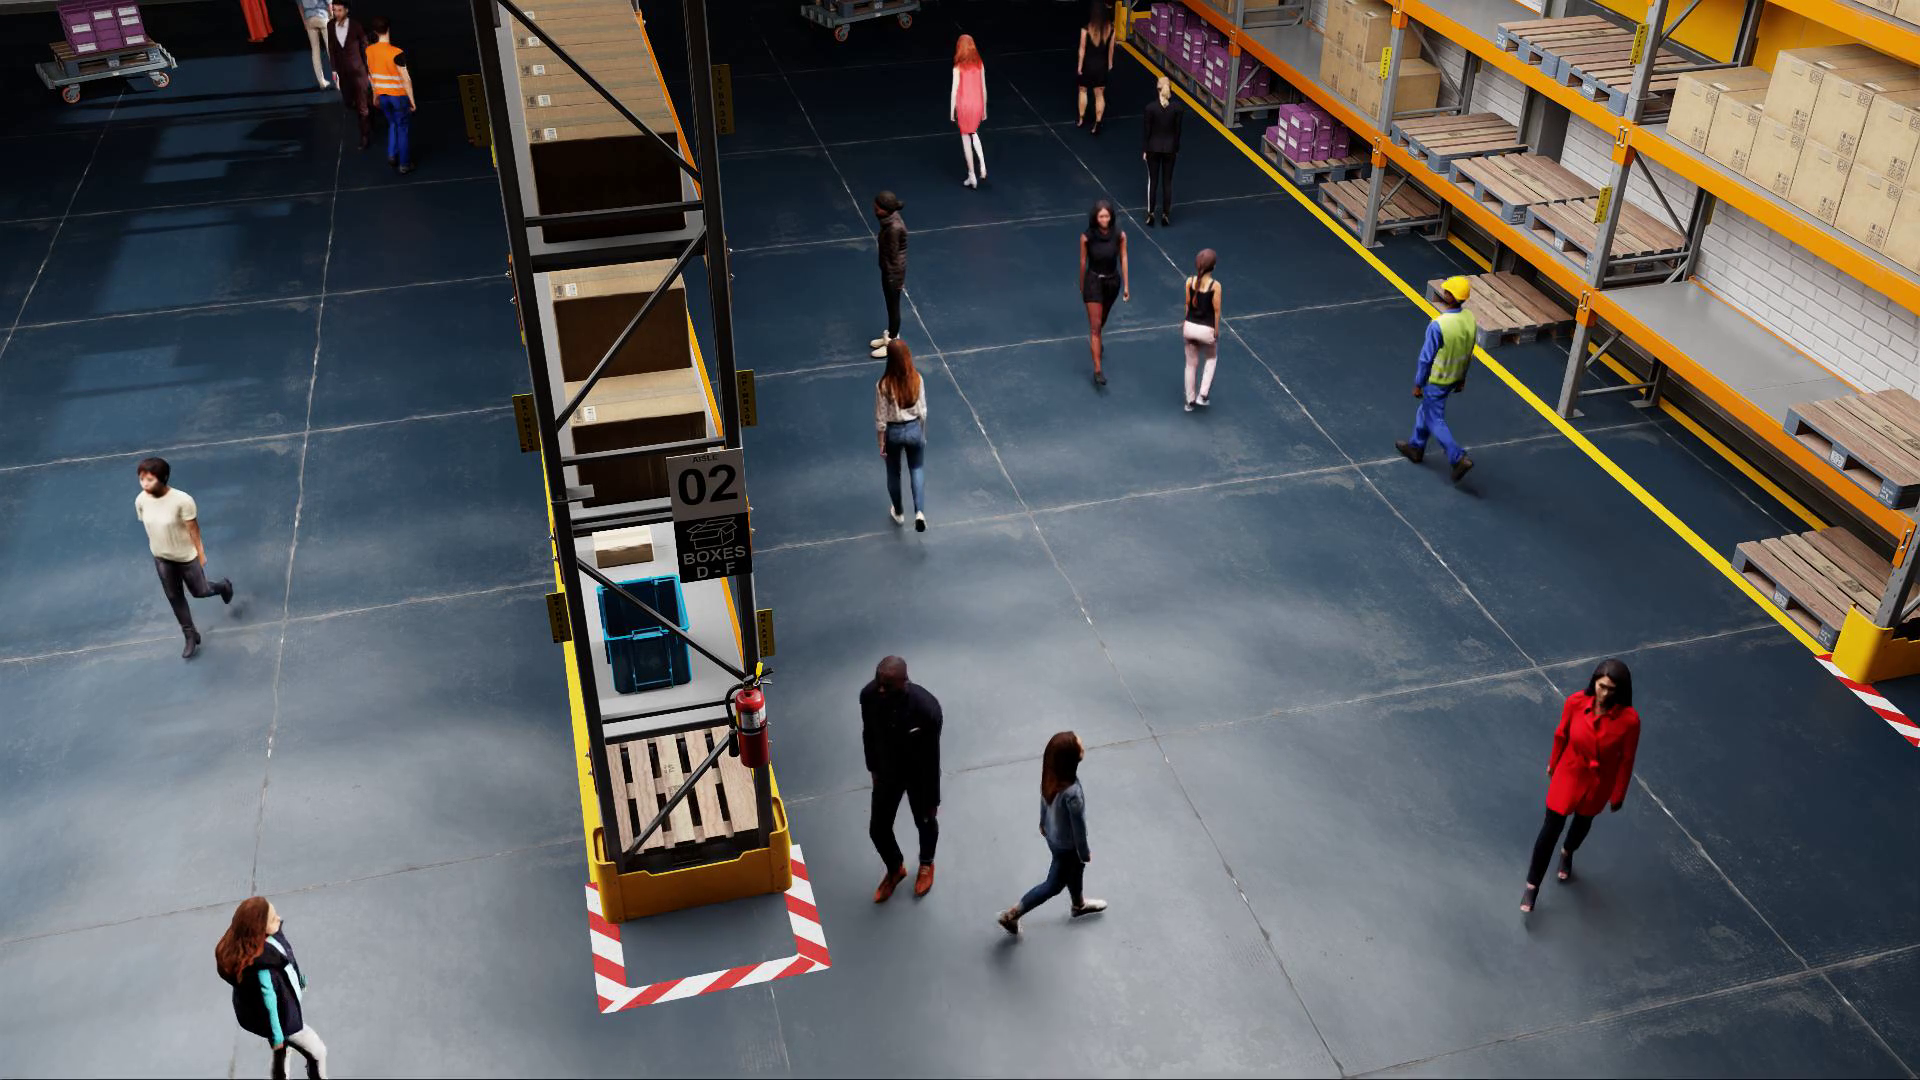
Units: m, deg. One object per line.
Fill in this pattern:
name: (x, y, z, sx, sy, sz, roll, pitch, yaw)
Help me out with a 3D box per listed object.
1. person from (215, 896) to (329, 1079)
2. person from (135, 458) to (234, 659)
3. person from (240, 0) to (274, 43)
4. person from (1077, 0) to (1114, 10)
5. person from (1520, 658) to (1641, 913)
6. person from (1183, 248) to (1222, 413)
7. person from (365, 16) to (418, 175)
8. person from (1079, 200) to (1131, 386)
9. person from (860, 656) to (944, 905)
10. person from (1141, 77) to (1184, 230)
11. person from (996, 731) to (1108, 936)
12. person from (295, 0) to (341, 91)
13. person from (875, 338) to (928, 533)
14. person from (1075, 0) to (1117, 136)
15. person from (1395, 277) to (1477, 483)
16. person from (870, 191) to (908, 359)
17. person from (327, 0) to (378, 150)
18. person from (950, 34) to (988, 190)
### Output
person: (-3.609, 2.453, 8.620, 0.703, 1.489, 0.669, -13, 36, -19)
person: (-5.661, 0.078, 12.119, 0.806, 1.569, 0.988, 5, 34, 7)
person: (-10.504, -8.242, 24.428, 0.770, 1.801, 0.655, 5, 34, 7)
person: (1.998, -9.203, 25.874, 0.977, 1.800, 1.049, 4, 34, 6)
person: (3.775, 1.399, 9.991, 0.960, 1.726, 1.028, 17, 37, 24)
person: (2.148, -1.863, 15.055, 0.634, 1.553, 0.694, 15, 37, 22)
person: (-6.839, -5.267, 19.892, 0.853, 1.866, 0.884, 9, 35, 14)
person: (1.333, -2.415, 15.763, 0.617, 1.688, 1.216, -6, 34, -9)
person: (-0.287, 1.363, 9.980, 0.867, 1.797, 0.903, 9, 35, 14)
person: (2.256, -4.328, 18.631, 0.655, 1.698, 0.637, 1, 34, 2)
person: (0.534, 1.750, 9.709, 0.612, 1.453, 0.873, -9, 35, -13)
person: (-8.739, -7.075, 22.630, 0.722, 1.847, 0.682, 4, 34, 6)
person: (-0.435, -0.797, 13.303, 0.583, 1.718, 0.861, -8, 34, -12)
person: (1.740, -5.941, 21.054, 0.687, 1.703, 0.696, -10, 35, -14)
person: (4.136, -1.334, 14.047, 0.892, 1.787, 1.208, -20, 39, -28)
person: (-0.641, -2.579, 16.035, 0.637, 1.659, 0.573, 10, 35, 15)
person: (-7.596, -5.898, 20.860, 0.959, 1.845, 1.172, 5, 34, 7)
person: (0.155, -4.982, 19.512, 0.692, 1.813, 0.750, -20, 38, -27)
